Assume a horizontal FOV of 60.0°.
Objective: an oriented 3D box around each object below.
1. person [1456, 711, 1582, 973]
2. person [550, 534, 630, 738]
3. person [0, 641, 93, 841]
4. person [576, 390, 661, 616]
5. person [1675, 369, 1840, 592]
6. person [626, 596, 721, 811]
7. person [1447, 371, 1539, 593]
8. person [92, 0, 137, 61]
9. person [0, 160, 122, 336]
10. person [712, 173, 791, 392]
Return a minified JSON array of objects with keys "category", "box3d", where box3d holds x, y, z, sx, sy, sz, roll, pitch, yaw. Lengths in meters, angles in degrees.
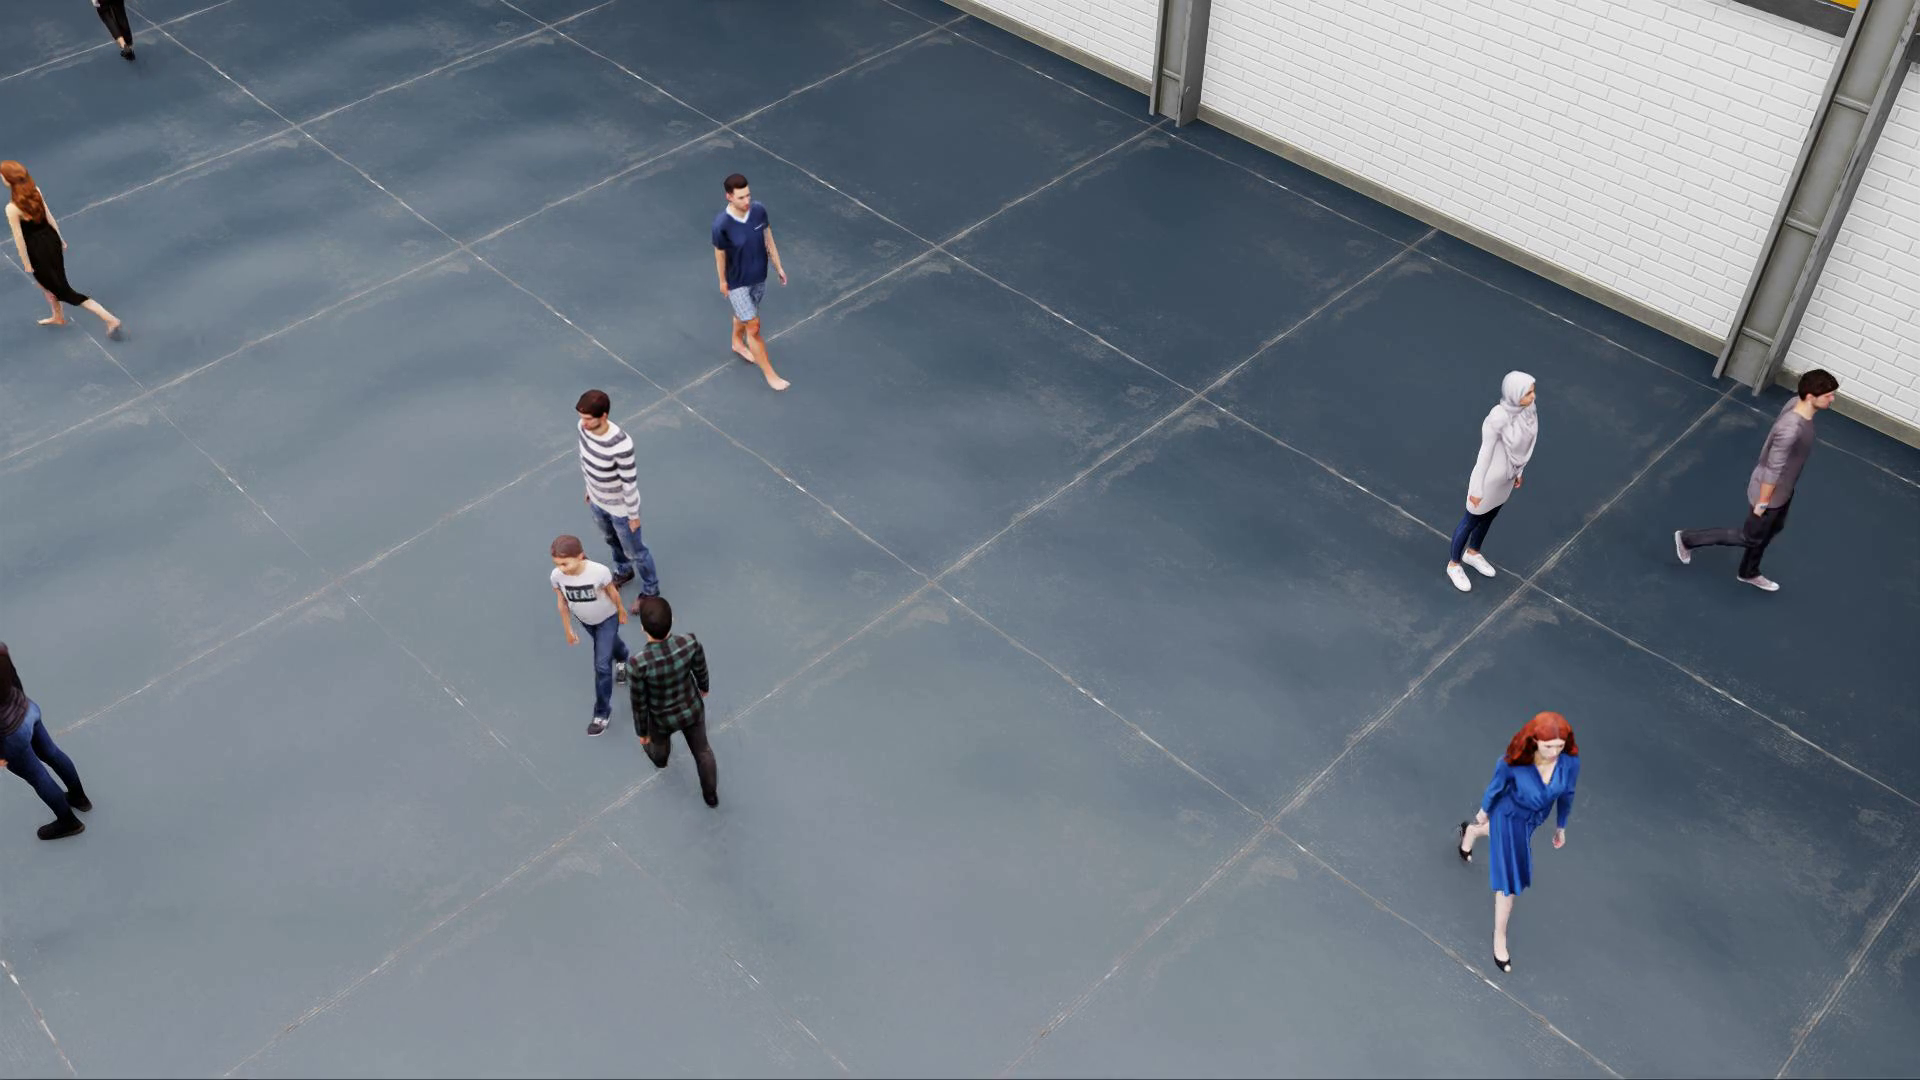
[{"category":"person","box3d":[3.089,1.497,9.288,1.055,1.774,1.239,-7,44,-7]},{"category":"person","box3d":[-2.287,0.440,10.592,1.006,1.506,0.966,3,44,3]},{"category":"person","box3d":[-5.519,1.099,9.729,0.779,1.742,0.714,-1,44,-1]},{"category":"person","box3d":[-2.296,-0.288,11.111,0.454,1.845,0.704,33,52,30]},{"category":"person","box3d":[5.415,-0.411,11.250,1.044,1.831,0.808,24,49,23]},{"category":"person","box3d":[-1.671,1.029,9.968,0.878,1.685,1.059,-21,48,-21]},{"category":"person","box3d":[3.626,-0.423,11.303,0.654,1.775,0.594,-24,49,-23]},{"category":"person","box3d":[-8.656,-5.574,16.927,0.561,1.476,0.595,-31,52,-29]},{"category":"person","box3d":[-7.307,-2.309,13.416,1.120,1.592,0.963,6,44,6]},{"category":"person","box3d":[-1.727,-2.100,13.044,0.629,1.802,1.072,-34,53,-31]}]
